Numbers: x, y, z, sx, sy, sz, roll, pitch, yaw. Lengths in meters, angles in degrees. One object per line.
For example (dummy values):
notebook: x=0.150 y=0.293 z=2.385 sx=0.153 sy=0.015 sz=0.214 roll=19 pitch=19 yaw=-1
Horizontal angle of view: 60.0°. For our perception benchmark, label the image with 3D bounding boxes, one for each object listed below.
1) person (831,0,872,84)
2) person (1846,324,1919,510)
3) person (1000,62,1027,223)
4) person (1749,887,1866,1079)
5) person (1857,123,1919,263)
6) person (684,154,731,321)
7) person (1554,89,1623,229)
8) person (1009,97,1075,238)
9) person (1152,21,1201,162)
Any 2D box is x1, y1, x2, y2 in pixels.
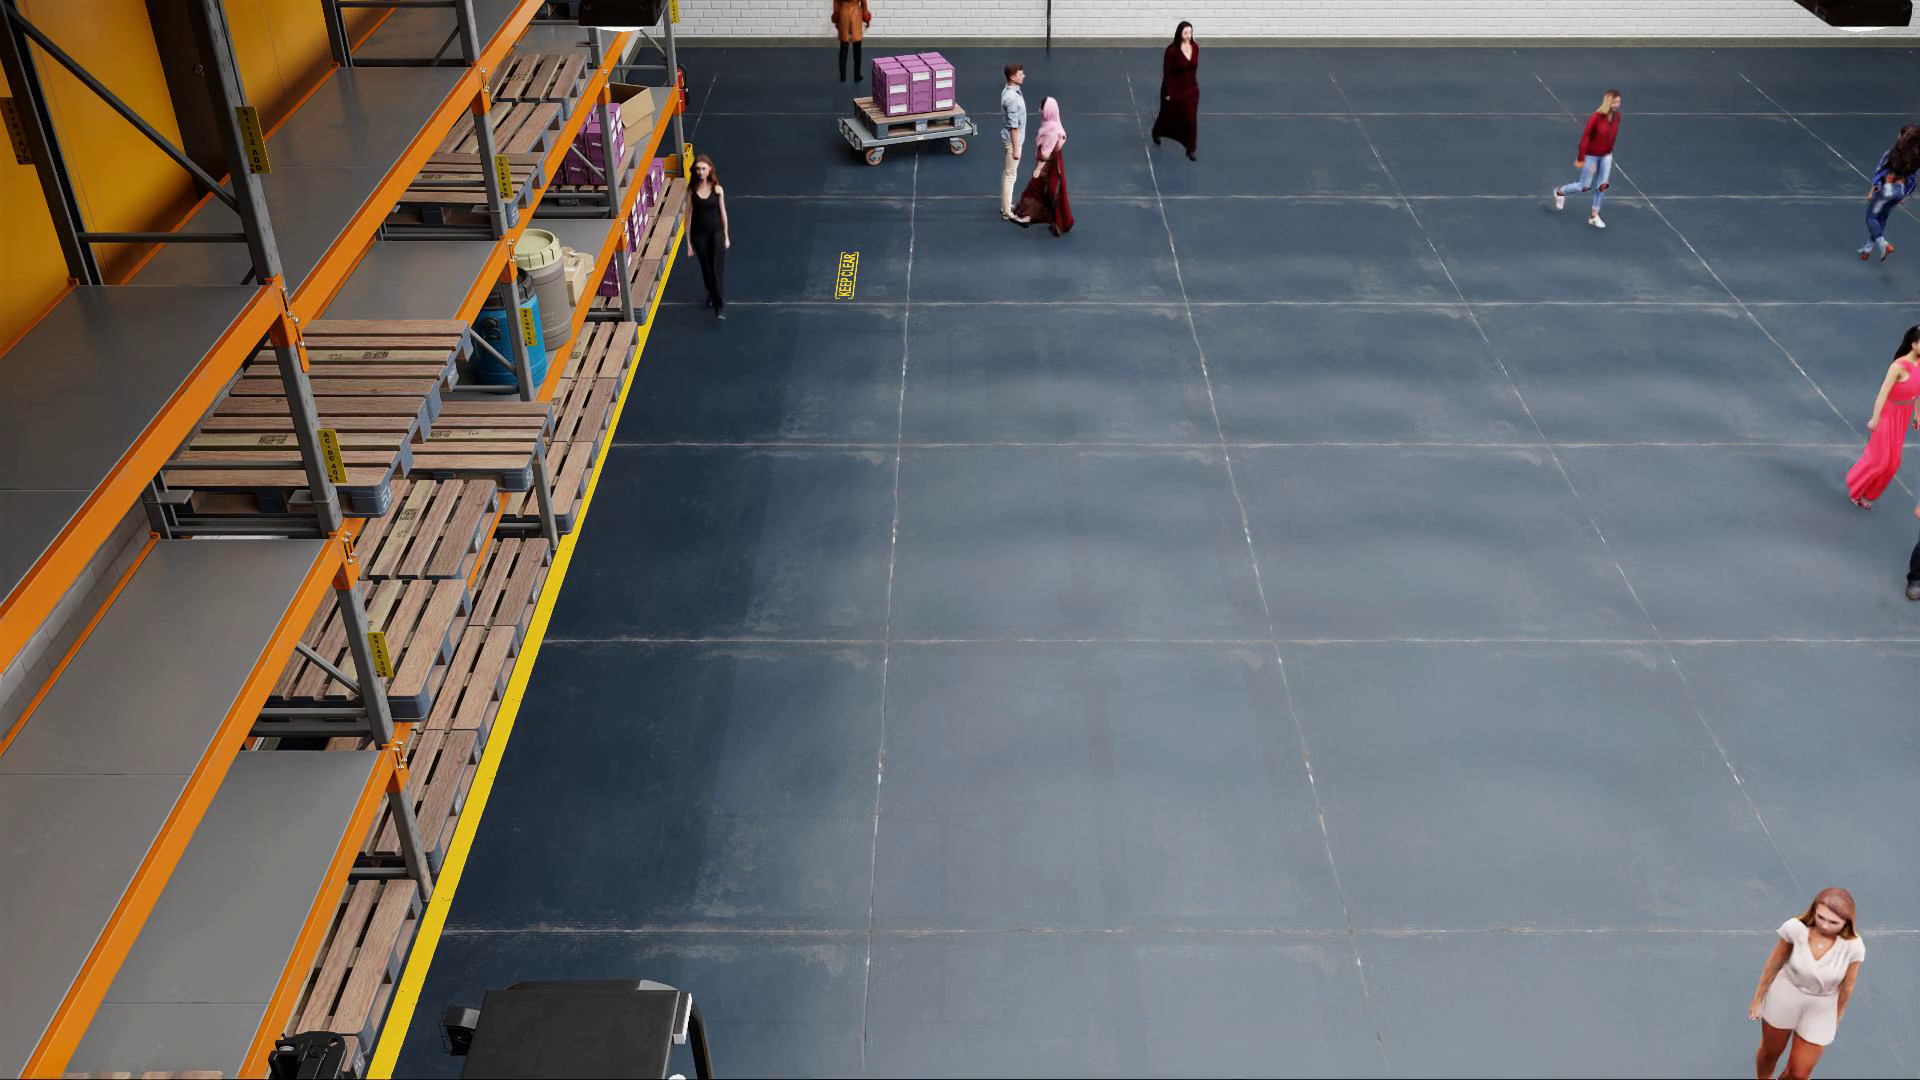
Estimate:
person: x=-1.546 y=-7.308 z=23.484 sx=0.764 sy=1.721 sz=0.696 roll=6 pitch=34 yaw=9
person: x=7.822 y=-1.051 z=14.074 sx=0.756 sy=1.716 sz=0.816 roll=-16 pitch=37 yaw=-22
person: x=0.609 y=-4.653 z=19.376 sx=0.707 sy=1.847 sz=0.462 roll=-1 pitch=34 yaw=-1
person: x=4.491 y=2.435 z=8.866 sx=0.711 sy=1.675 sz=0.755 roll=19 pitch=38 yaw=27
person: x=10.230 y=-3.778 z=18.274 sx=0.626 sy=1.609 sz=0.826 roll=-1 pitch=34 yaw=-1
person: x=-2.624 y=-3.202 z=17.317 sx=0.640 sy=1.709 sz=1.067 roll=-2 pitch=34 yaw=-4
person: x=7.328 y=-4.460 z=19.299 sx=0.845 sy=1.609 sz=1.043 roll=-15 pitch=36 yaw=-21
person: x=1.109 y=-4.256 z=18.969 sx=0.740 sy=1.635 sz=0.927 roll=2 pitch=34 yaw=3
person: x=2.713 y=-5.716 z=21.100 sx=0.951 sy=1.708 sz=1.203 roll=-14 pitch=36 yaw=-20
